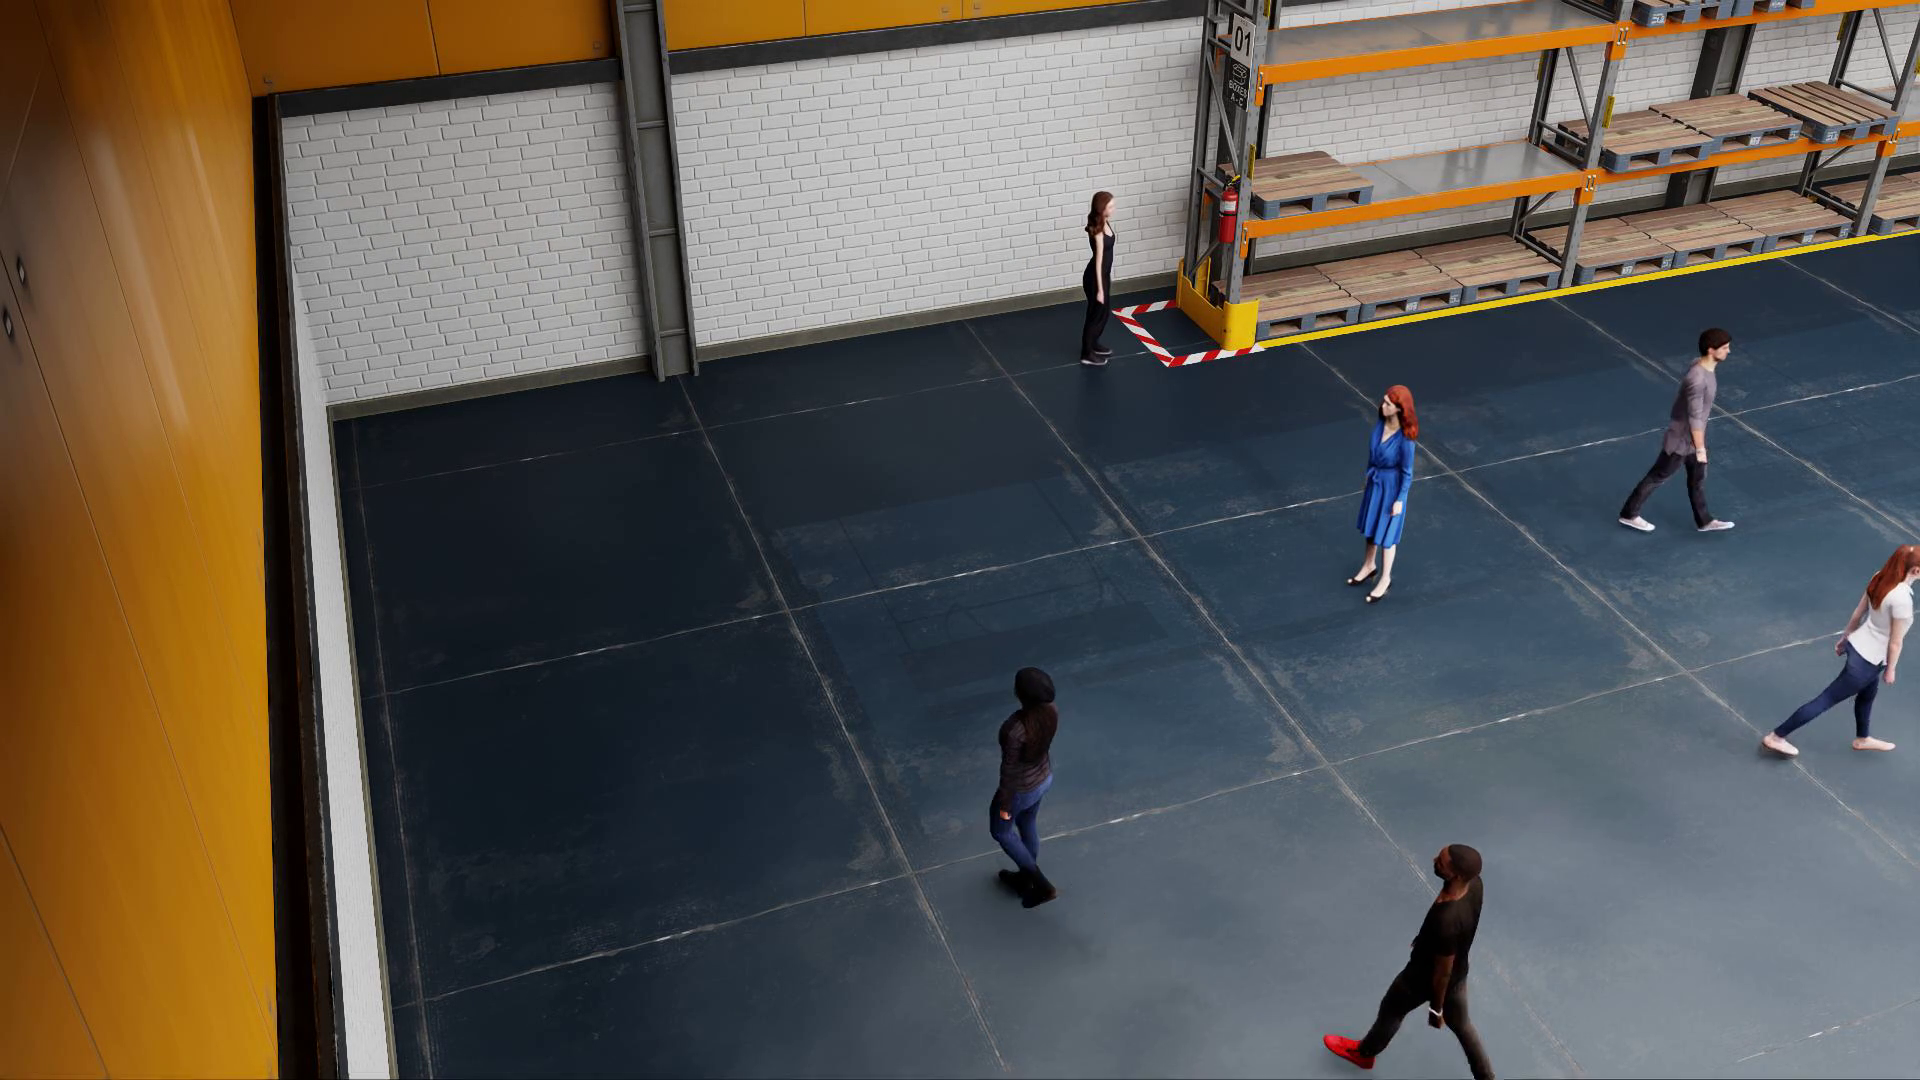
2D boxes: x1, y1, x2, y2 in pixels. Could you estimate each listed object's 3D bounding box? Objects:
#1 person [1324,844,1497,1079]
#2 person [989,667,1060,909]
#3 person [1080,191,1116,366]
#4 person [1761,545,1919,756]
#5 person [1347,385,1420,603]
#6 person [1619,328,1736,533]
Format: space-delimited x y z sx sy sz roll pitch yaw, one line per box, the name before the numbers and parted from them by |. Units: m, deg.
person | 2.571 2.284 8.619 1.126 1.768 1.229 23 40 31
person | 0.454 1.500 9.827 0.866 1.737 0.817 24 41 32
person | 1.300 -2.502 15.846 0.688 1.739 0.672 7 34 10
person | 5.858 0.783 10.949 1.193 1.688 0.910 3 34 4
person | 3.209 -0.347 12.524 0.556 1.827 0.608 -11 35 -16
person | 5.687 -0.844 13.283 1.146 1.814 1.136 19 38 26
